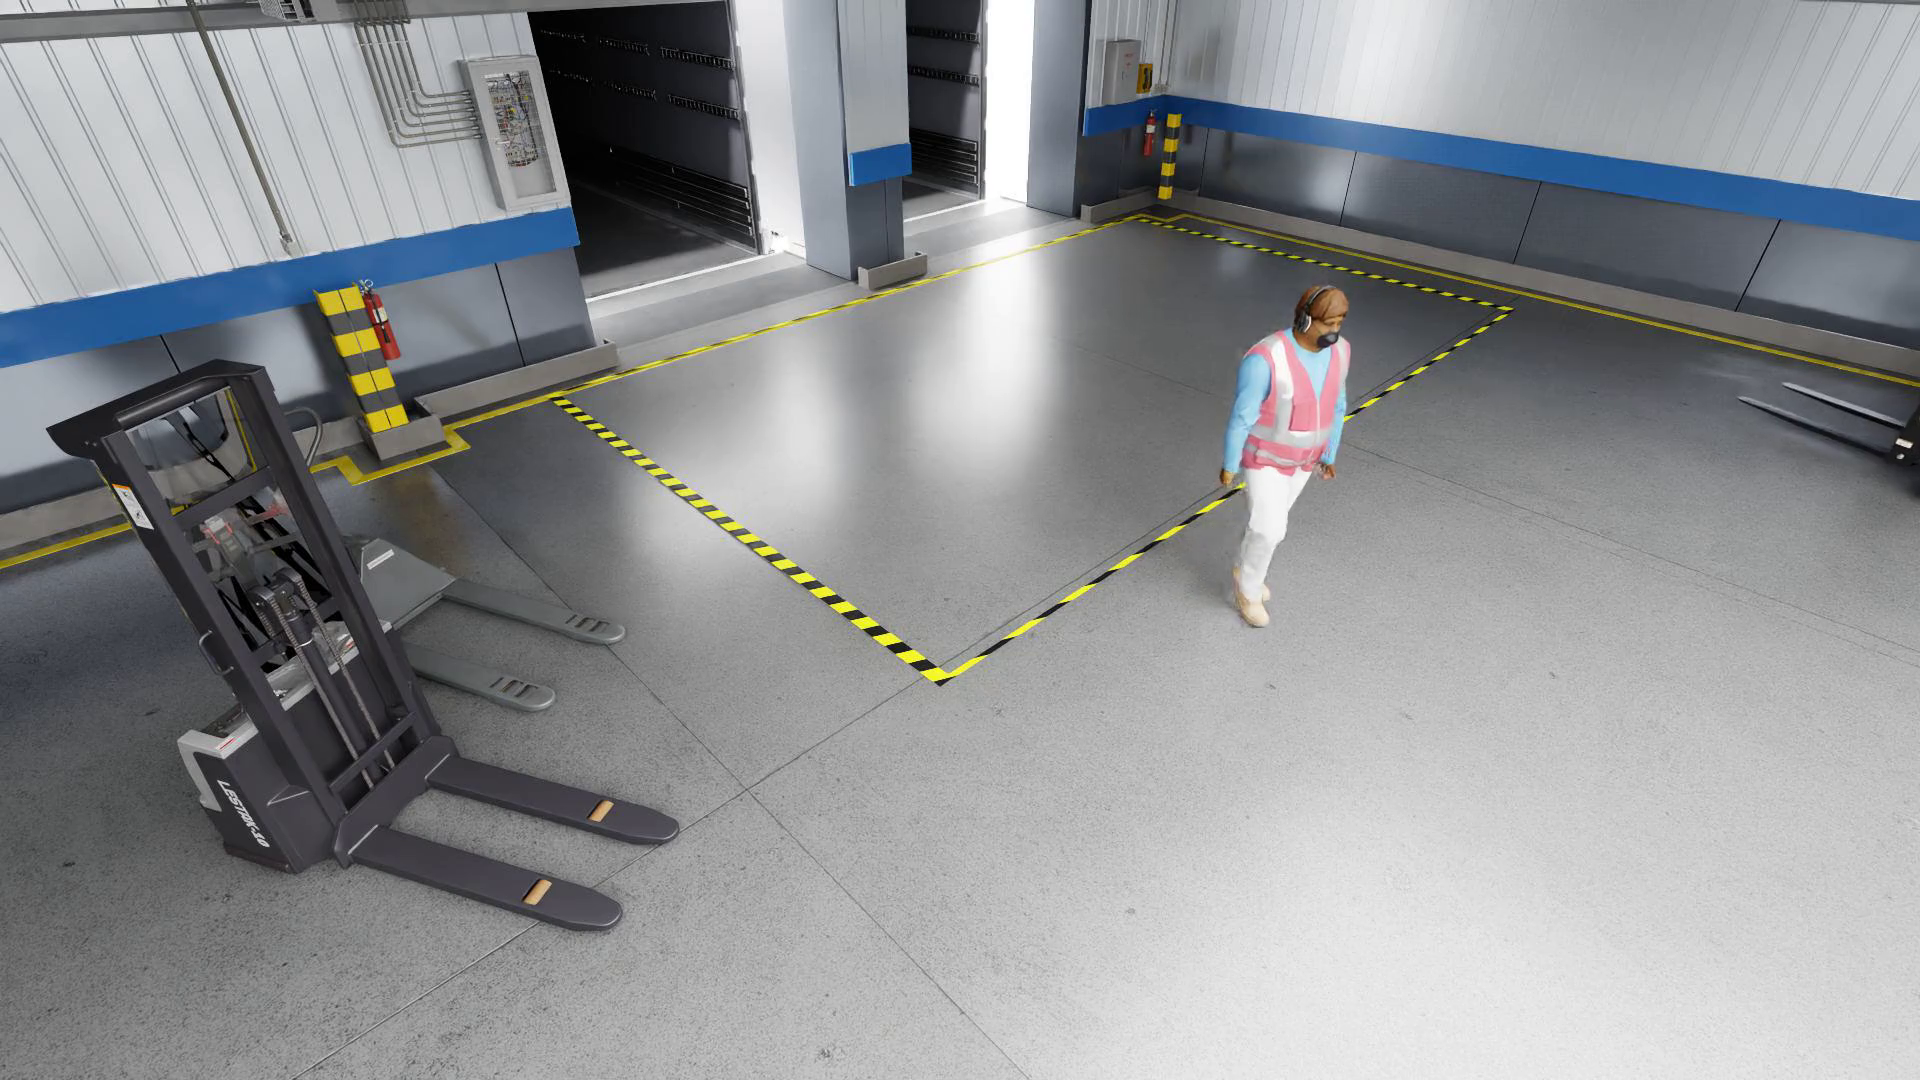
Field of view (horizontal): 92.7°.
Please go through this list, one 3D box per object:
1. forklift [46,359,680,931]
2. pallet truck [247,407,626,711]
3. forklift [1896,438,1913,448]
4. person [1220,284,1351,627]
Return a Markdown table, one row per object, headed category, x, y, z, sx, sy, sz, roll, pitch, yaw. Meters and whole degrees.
| category | x | y | z | sx | sy | sz | roll | pitch | yaw |
| --- | --- | --- | --- | --- | --- | --- | --- | --- | --- |
| forklift | -2.135 | 0.422 | 3.354 | 1.885 | 1.965 | 0.823 | 10 | 35 | 14 |
| pallet truck | -2.628 | 0.038 | 4.590 | 1.601 | 1.201 | 0.680 | 12 | 36 | 18 |
| forklift | 7.327 | -0.806 | 4.844 | 1.157 | 2.036 | 2.680 | -15 | 37 | -21 |
| person | 1.679 | -0.408 | 4.723 | 0.657 | 1.825 | 0.506 | -15 | 37 | -21 |
